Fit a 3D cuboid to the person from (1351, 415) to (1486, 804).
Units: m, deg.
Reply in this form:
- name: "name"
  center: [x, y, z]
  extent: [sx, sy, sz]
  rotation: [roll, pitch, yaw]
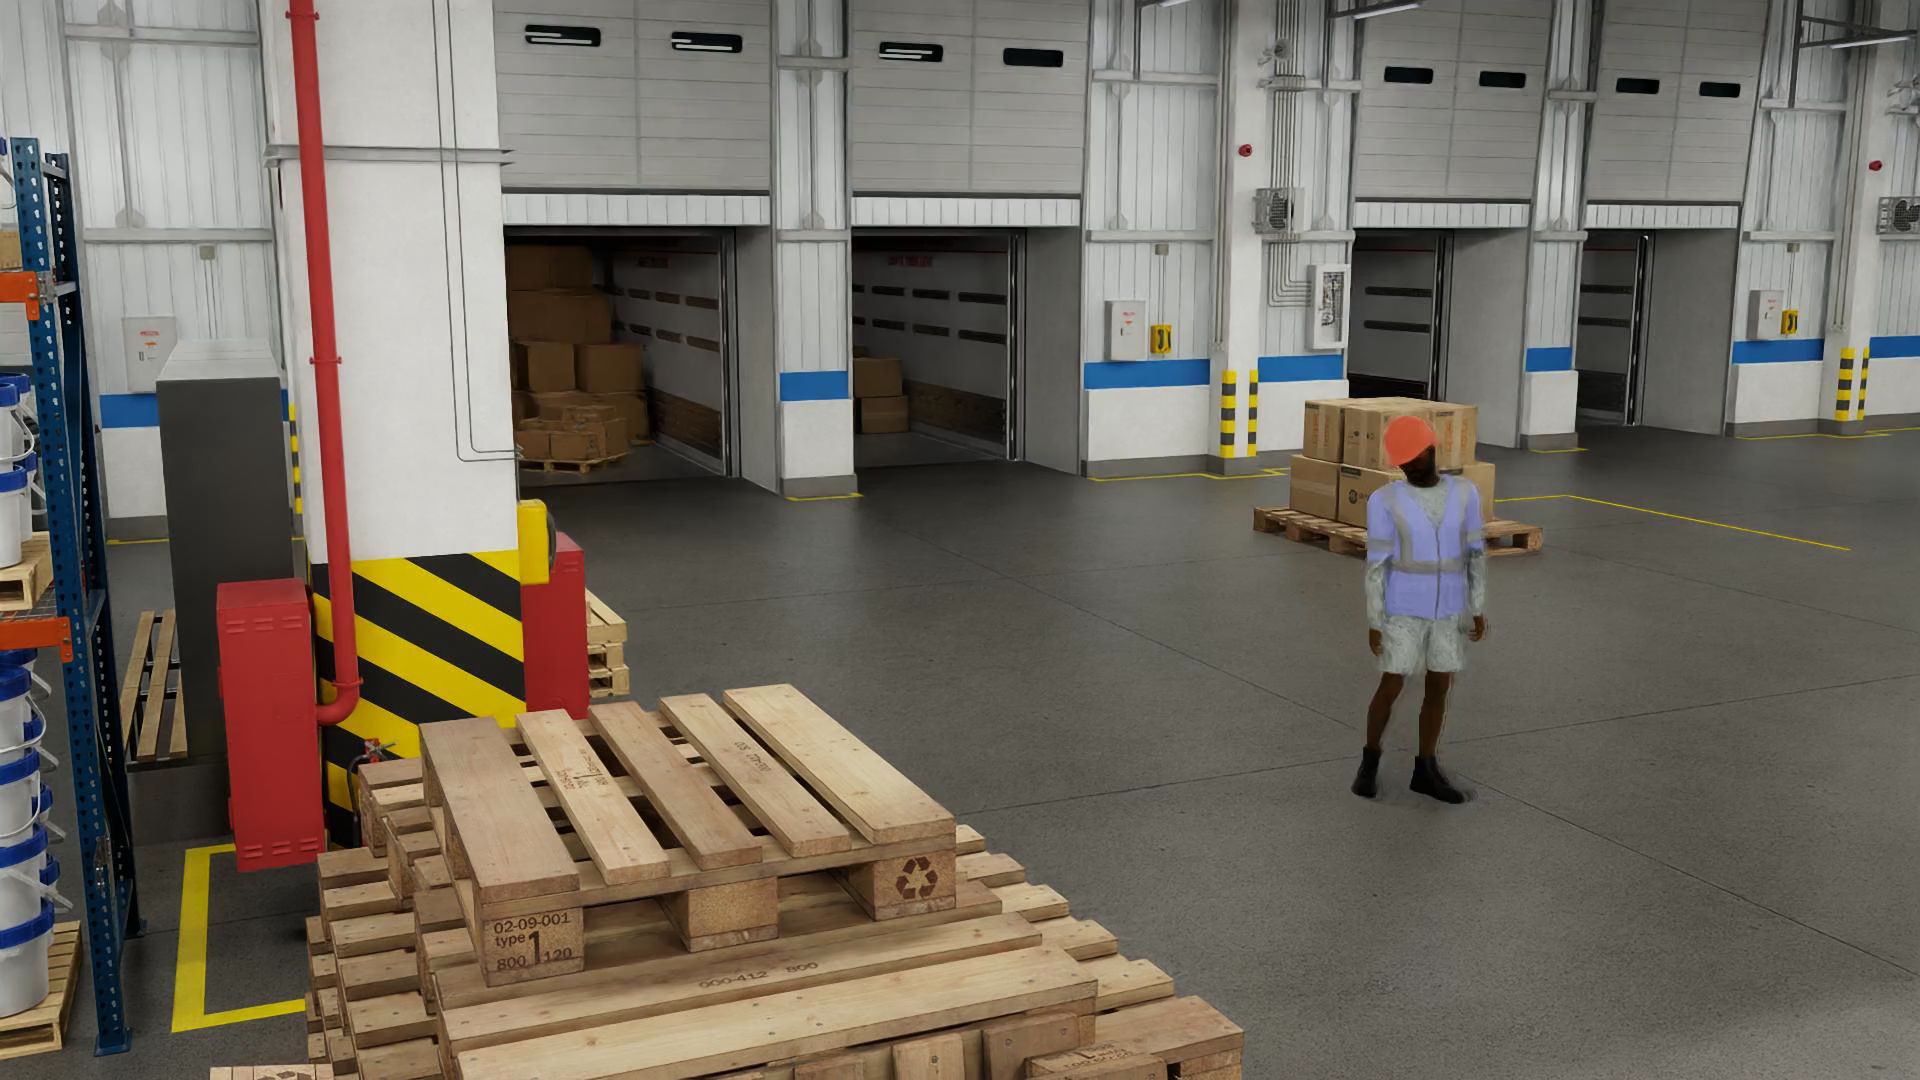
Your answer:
- name: "person"
  center: [2.220, 0.337, 8.076]
  extent: [0.627, 1.892, 0.416]
  rotation: [-1, 10, -8]
